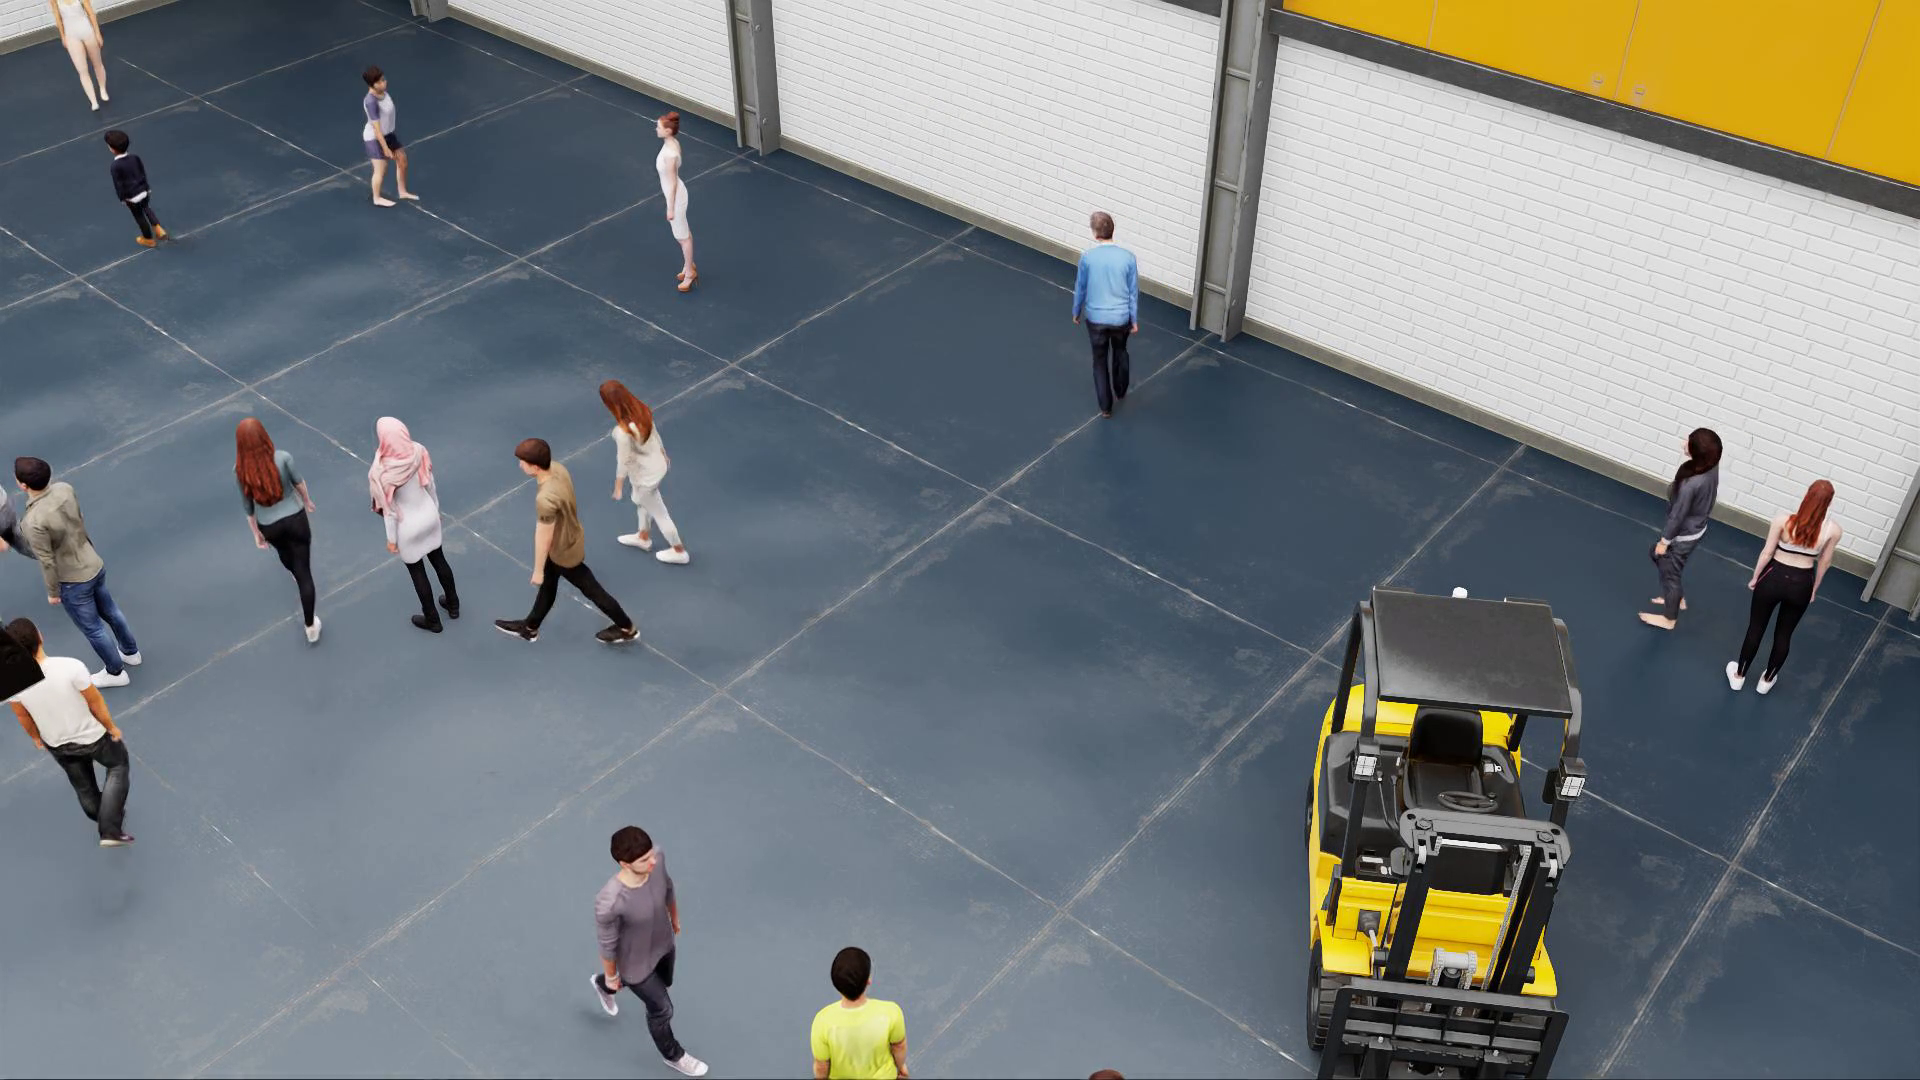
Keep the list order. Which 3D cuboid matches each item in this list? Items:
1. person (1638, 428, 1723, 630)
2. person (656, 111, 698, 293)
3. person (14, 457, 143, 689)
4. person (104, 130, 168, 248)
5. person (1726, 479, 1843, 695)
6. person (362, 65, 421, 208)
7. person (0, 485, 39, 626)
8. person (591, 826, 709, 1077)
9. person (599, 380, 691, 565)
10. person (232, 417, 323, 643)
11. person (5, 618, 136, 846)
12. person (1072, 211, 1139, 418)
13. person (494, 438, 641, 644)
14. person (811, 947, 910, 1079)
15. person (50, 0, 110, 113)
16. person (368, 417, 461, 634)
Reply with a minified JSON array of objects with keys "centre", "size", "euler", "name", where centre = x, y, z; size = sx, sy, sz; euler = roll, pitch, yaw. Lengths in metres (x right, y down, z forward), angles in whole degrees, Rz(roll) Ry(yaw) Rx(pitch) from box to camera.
[{"centre":[5.115,-0.065,11.647],"size":[0.626,1.753,0.688],"euler":[30,47,32],"name":"person"},{"centre":[-2.630,-3.152,15.482],"size":[0.682,1.792,0.615],"euler":[-4,39,-5],"name":"person"},{"centre":[-5.949,0.219,11.203],"size":[0.799,1.864,0.788],"euler":[3,39,3],"name":"person"},{"centre":[-8.052,-3.433,16.294],"size":[0.606,1.216,0.568],"euler":[16,41,19],"name":"person"},{"centre":[5.539,0.321,11.174],"size":[0.556,1.740,0.701],"euler":[14,41,17],"name":"person"},{"centre":[-5.919,-4.097,16.872],"size":[0.819,1.534,0.747],"euler":[0,39,0],"name":"person"},{"centre":[-6.716,-0.169,11.695],"size":[1.212,1.856,1.250],"euler":[-9,39,-11],"name":"person"},{"centre":[-1.757,2.136,8.832],"size":[1.109,1.827,0.844],"euler":[17,42,20],"name":"person"},{"centre":[-2.222,-0.462,12.211],"size":[0.981,1.670,0.879],"euler":[10,40,13],"name":"person"},{"centre":[-4.725,-0.039,11.669],"size":[0.973,1.686,1.203],"euler":[-12,40,-15],"name":"person"},{"centre":[-5.340,1.224,9.998],"size":[0.878,1.798,0.945],"euler":[-7,39,-9],"name":"person"},{"centre":[1.260,-1.838,13.850],"size":[0.889,1.776,0.954],"euler":[9,39,11],"name":"person"},{"centre":[-2.620,0.074,11.439],"size":[1.271,1.796,1.235],"euler":[-4,39,-4],"name":"person"},{"centre":[-0.495,2.655,8.279],"size":[0.698,1.707,0.719],"euler":[-8,39,-10],"name":"person"},{"centre":[-9.949,-5.719,18.841],"size":[0.833,1.612,1.061],"euler":[-17,42,-20],"name":"person"},{"centre":[-3.824,-0.113,11.667],"size":[0.600,1.804,0.634],"euler":[25,45,28],"name":"person"}]
